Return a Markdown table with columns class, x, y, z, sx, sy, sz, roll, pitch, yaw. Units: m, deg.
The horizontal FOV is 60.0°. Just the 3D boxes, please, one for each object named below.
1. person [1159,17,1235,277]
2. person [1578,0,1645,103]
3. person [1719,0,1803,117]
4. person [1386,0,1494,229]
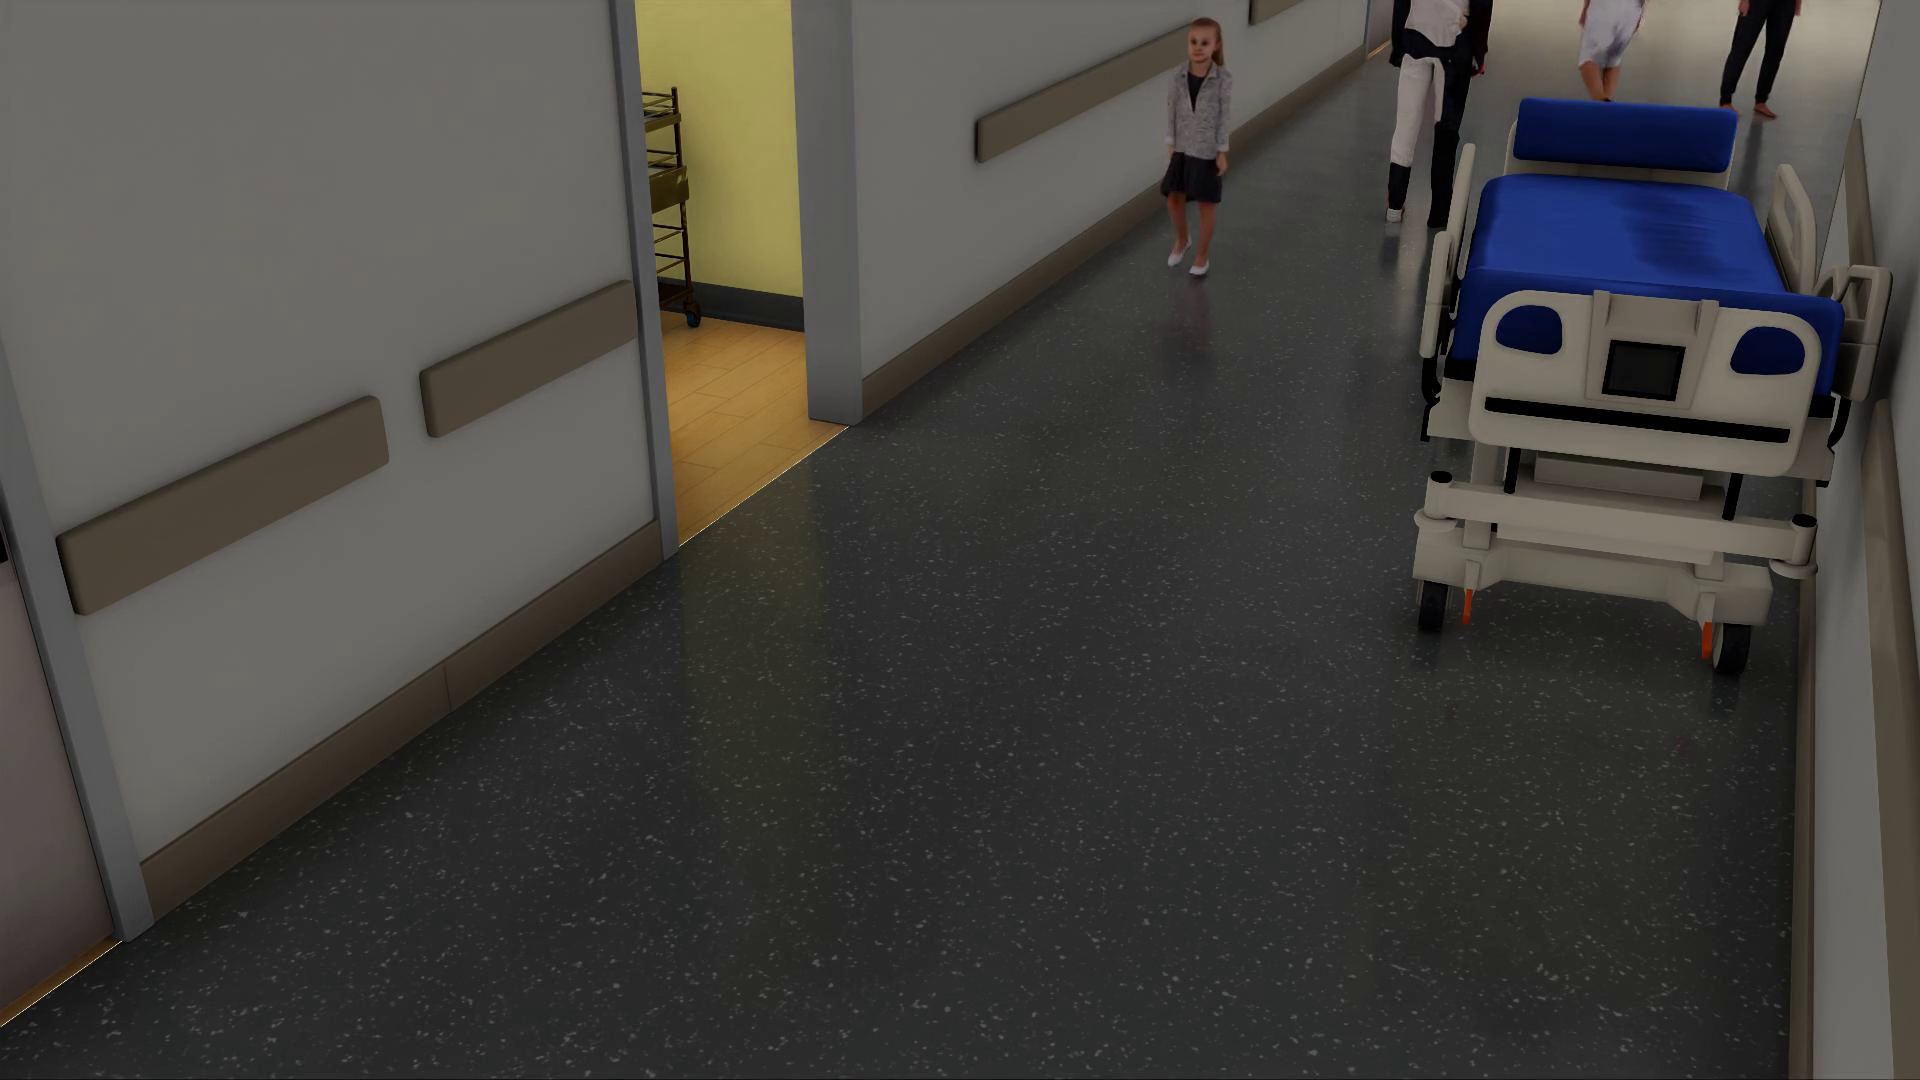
| class | x | y | z | sx | sy | sz | roll | pitch | yaw |
| --- | --- | --- | --- | --- | --- | --- | --- | --- | --- |
| person | 1.220 | -1.979 | 8.373 | 0.472 | 1.266 | 0.563 | 10 | 28 | 21 |
| person | 4.311 | -3.454 | 10.905 | 0.820 | 1.730 | 0.817 | 1 | 26 | 1 |
| person | 5.790 | -3.918 | 11.876 | 0.637 | 1.722 | 0.761 | -1 | 26 | -3 |
| person | 2.619 | -2.692 | 9.140 | 0.558 | 1.891 | 0.777 | 15 | 30 | 29 |
